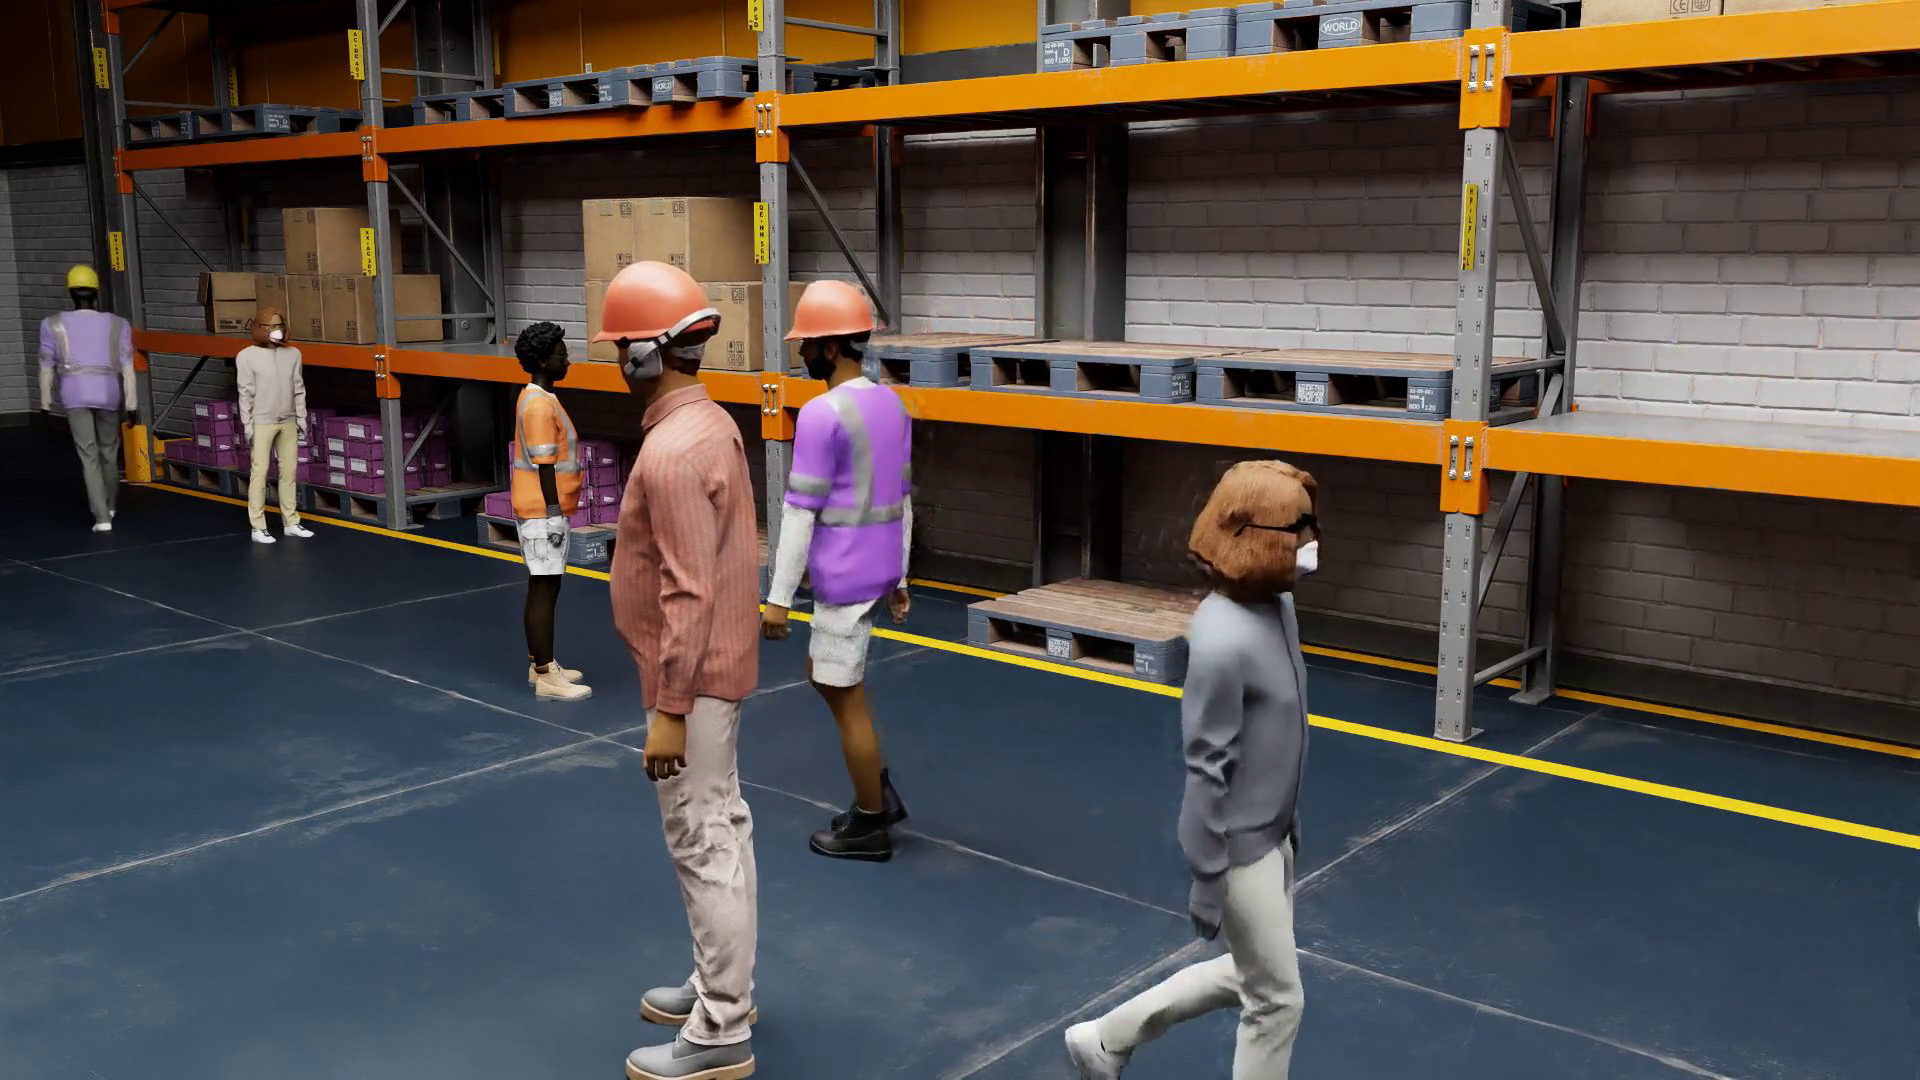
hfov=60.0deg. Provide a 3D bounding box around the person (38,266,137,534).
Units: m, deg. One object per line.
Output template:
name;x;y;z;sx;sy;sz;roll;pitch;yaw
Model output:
person;-6.285;-1.013;11.979;0.610;1.879;0.950;-7;12;-36

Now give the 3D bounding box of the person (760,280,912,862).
person;-0.391;0.119;5.445;0.435;1.916;0.546;4;11;20

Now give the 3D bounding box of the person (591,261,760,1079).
person;-0.680;0.329;4.051;0.395;1.988;0.614;0;10;0

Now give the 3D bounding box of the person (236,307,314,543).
person;-4.735;-0.793;11.487;0.285;1.626;0.495;6;12;32

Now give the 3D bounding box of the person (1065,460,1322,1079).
person;0.537;0.621;3.469;0.593;1.611;0.507;4;11;21

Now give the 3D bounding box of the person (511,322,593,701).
person;-1.855;-0.128;7.494;0.319;1.696;0.532;-3;10;-18
